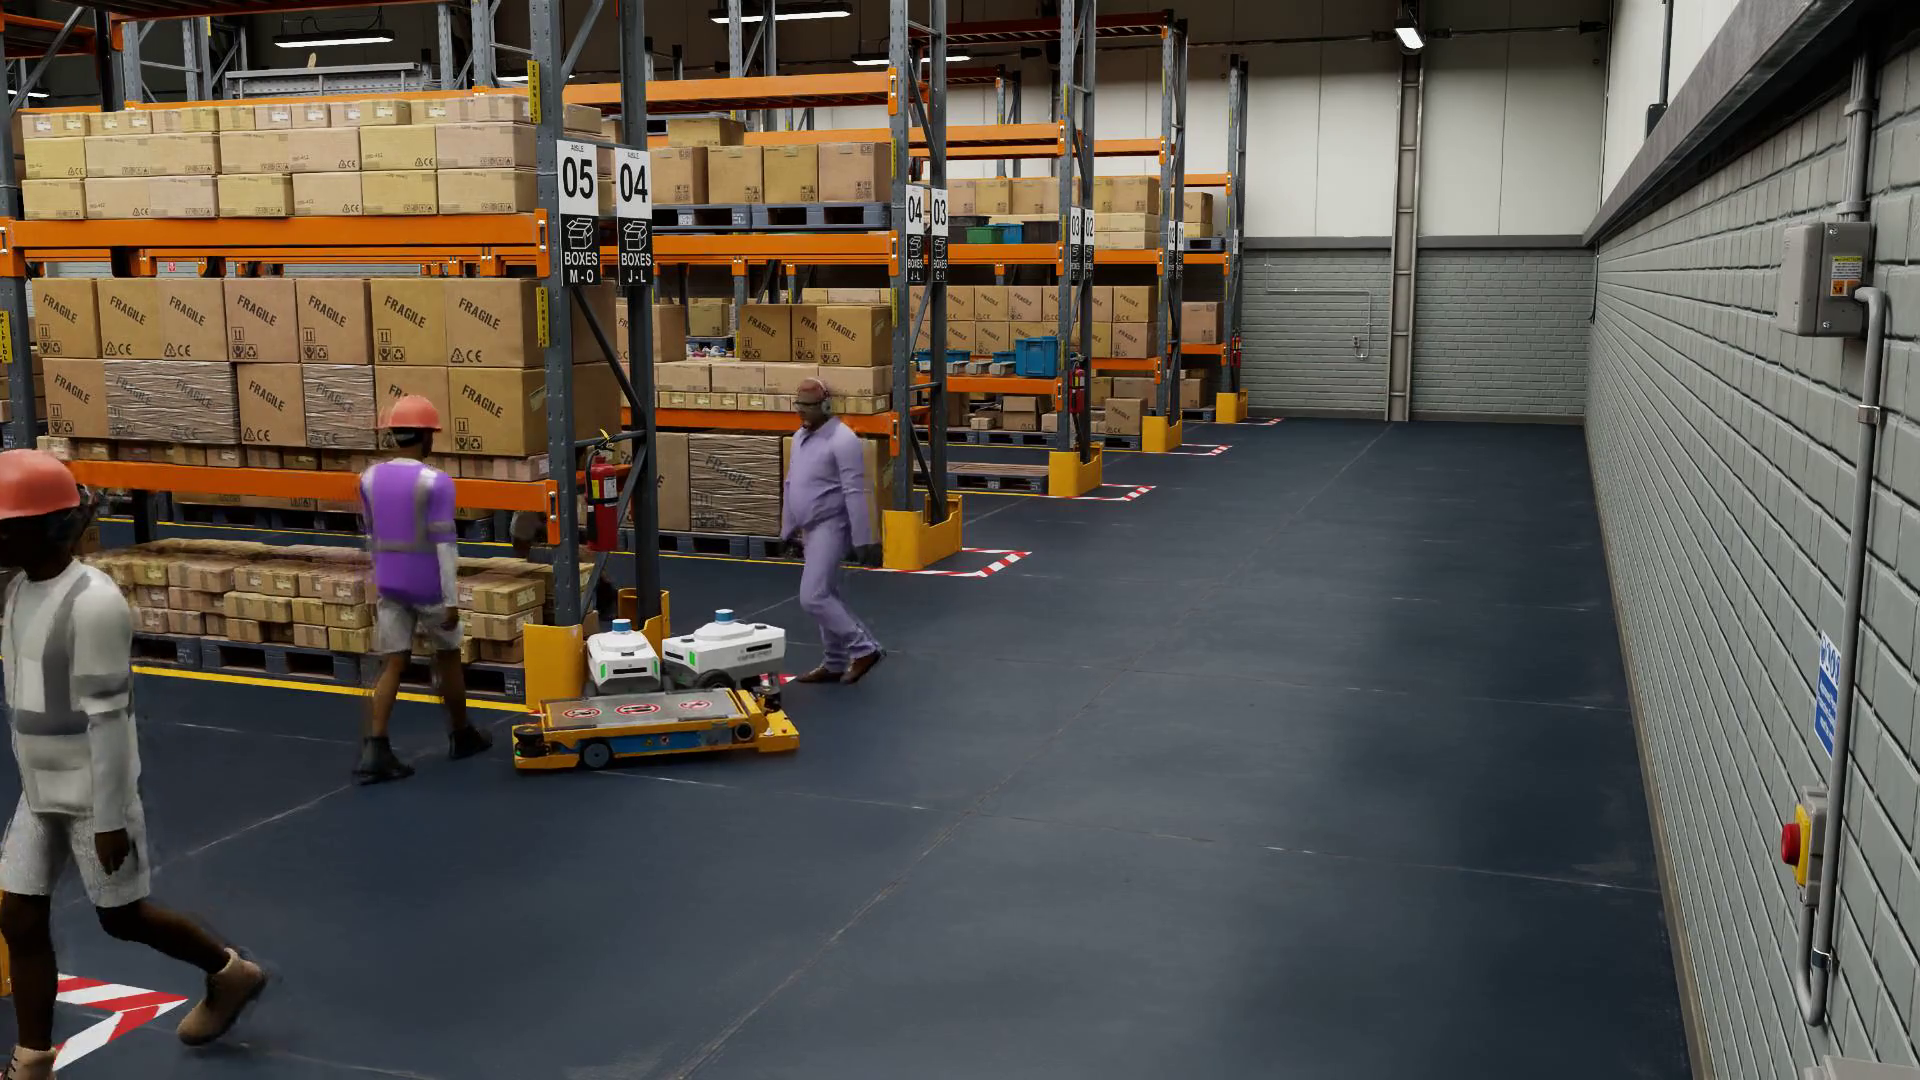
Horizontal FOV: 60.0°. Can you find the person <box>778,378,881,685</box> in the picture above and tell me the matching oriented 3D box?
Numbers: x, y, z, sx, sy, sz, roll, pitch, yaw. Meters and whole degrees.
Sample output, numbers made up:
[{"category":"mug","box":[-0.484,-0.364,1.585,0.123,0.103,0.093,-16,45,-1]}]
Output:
[{"category":"person","box":[-0.798,-0.039,10.051,0.489,1.887,0.634,-3,10,-21]}]

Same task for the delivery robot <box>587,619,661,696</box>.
[{"category":"delivery robot","box":[-1.900,0.687,9.363,0.477,0.478,0.707,-3,10,-18]}]

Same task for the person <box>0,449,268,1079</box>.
[{"category":"person","box":[-2.587,0.710,5.023,0.623,2.008,0.915,7,11,36]}]

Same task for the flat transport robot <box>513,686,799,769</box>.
[{"category":"flat transport robot","box":[-1.610,0.974,8.748,1.431,0.197,0.652,-3,9,-16]}]

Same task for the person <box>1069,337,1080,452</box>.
[{"category":"person","box":[1.593,-1.997,23.100,0.310,1.626,0.535,2,9,15]}]

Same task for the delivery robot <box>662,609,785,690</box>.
[{"category":"delivery robot","box":[-1.360,0.644,9.630,0.707,0.478,0.477,-9,13,-43]}]

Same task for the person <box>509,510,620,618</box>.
[{"category":"person","box":[-2.920,-0.345,11.913,0.898,1.913,0.537,3,10,18]}]

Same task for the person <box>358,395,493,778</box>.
[{"category":"person","box":[-2.752,0.234,8.339,0.575,1.907,0.840,3,10,19]}]
